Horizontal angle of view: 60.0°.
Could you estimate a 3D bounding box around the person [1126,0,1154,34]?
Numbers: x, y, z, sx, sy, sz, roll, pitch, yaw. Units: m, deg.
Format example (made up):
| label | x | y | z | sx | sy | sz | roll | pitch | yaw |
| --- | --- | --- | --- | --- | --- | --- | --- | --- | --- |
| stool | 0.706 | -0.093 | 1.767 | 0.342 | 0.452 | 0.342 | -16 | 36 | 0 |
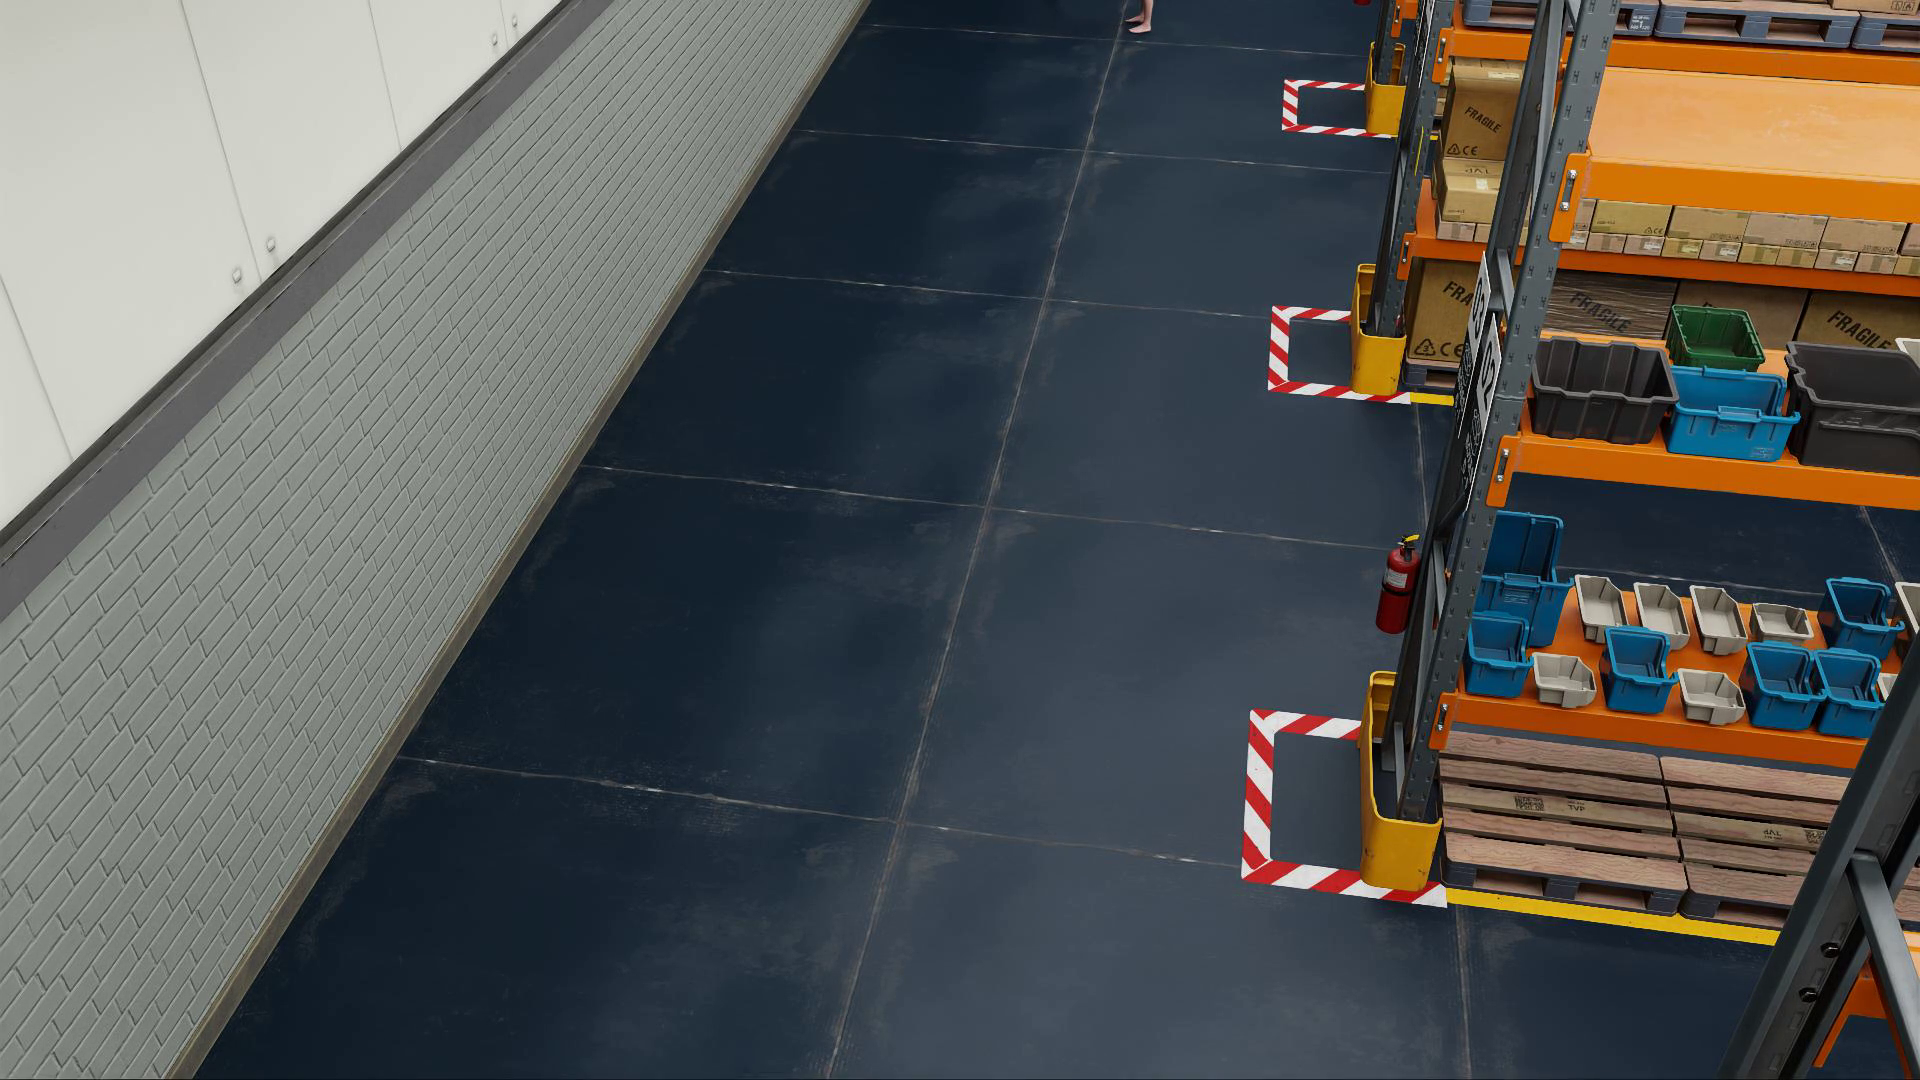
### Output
| label | x | y | z | sx | sy | sz | roll | pitch | yaw |
| --- | --- | --- | --- | --- | --- | --- | --- | --- | --- |
| person | 2.054 | -6.528 | 18.366 | 0.609 | 1.767 | 0.616 | 0 | 37 | 0 |
